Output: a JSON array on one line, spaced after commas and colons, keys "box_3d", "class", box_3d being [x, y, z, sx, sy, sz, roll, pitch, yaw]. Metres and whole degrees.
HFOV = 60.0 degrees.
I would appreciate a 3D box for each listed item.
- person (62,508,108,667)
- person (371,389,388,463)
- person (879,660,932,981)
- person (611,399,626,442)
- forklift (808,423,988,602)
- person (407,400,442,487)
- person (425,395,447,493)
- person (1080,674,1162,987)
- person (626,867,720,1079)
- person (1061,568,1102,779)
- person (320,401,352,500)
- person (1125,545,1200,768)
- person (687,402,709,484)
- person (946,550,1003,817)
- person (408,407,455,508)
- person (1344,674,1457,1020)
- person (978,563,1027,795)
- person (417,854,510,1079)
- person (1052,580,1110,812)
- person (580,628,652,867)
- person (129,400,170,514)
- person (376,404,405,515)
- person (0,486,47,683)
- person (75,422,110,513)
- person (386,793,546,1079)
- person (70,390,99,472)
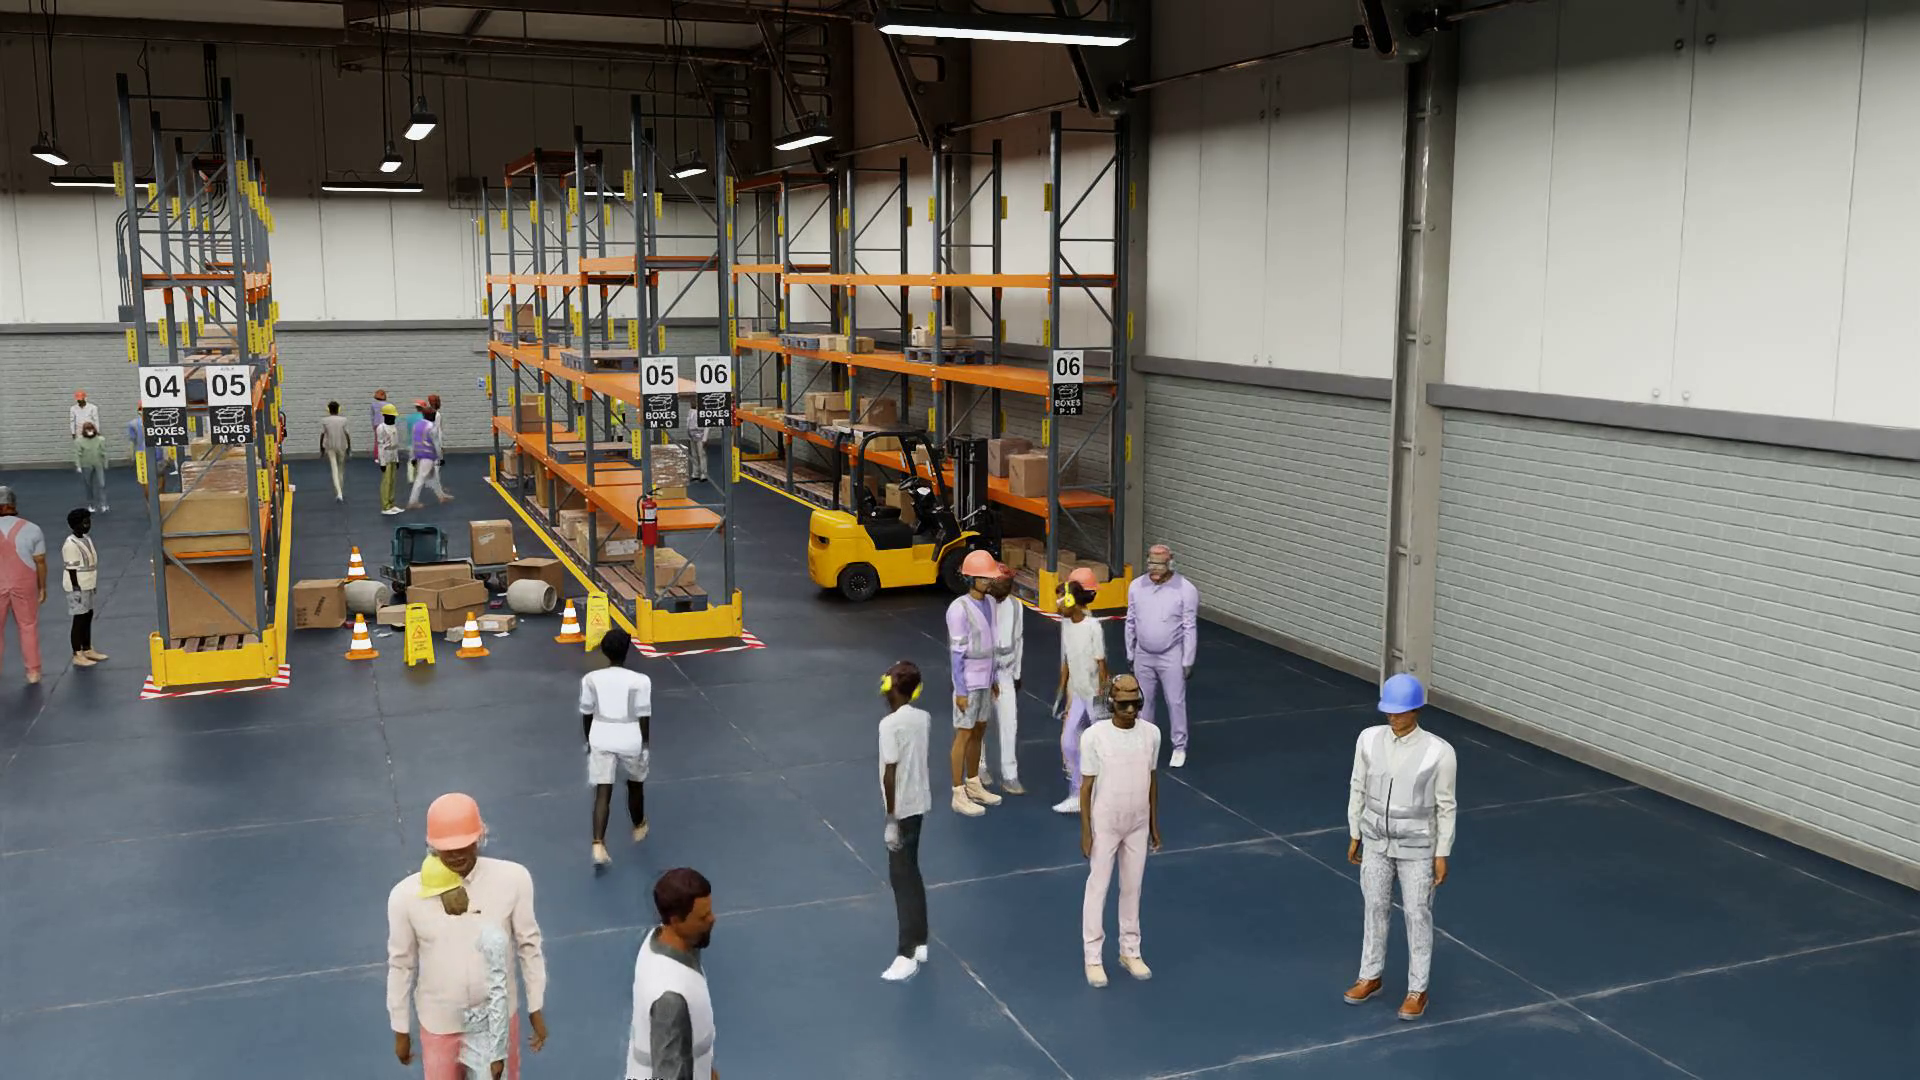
[{"box_3d": [-9.304, 0.500, 17.612, 0.319, 1.689, 0.539, -1, 9, -9], "class": "person"}, {"box_3d": [-12.776, -2.510, 36.719, 0.504, 1.632, 0.270, 4, 10, 25], "class": "person"}, {"box_3d": [-0.366, 1.658, 9.898, 0.376, 1.831, 0.702, 4, 10, 24], "class": "person"}, {"box_3d": [-7.664, -2.587, 37.011, 0.532, 1.696, 0.319, 3, 9, 18], "class": "person"}, {"box_3d": [-0.830, -0.399, 21.676, 2.313, 2.155, 1.214, -4, 10, -21], "class": "forklift"}, {"box_3d": [-10.639, -1.914, 32.789, 0.582, 1.689, 0.914, 3, 9, 17], "class": "person"}, {"box_3d": [-10.033, -1.834, 31.725, 0.353, 1.876, 0.569, -8, 12, -42], "class": "person"}, {"box_3d": [0.942, 1.676, 9.714, 0.505, 1.845, 0.346, -3, 10, -19], "class": "person"}, {"box_3d": [-1.120, 2.166, 6.517, 0.908, 1.876, 0.605, -2, 9, -15], "class": "person"}, {"box_3d": [0.996, 1.093, 13.669, 0.332, 1.751, 0.566, 0, 9, -1], "class": "person"}, {"box_3d": [-11.585, -1.667, 30.841, 0.538, 1.827, 0.967, -5, 10, -27], "class": "person"}, {"box_3d": [1.679, 0.972, 14.002, 0.644, 1.897, 0.400, 5, 10, 28], "class": "person"}, {"box_3d": [-5.236, -2.041, 33.140, 0.403, 1.835, 0.588, -8, 12, -43], "class": "person"}, {"box_3d": [0.137, 1.084, 12.813, 0.387, 2.045, 0.605, 5, 10, 29], "class": "person"}, {"box_3d": [-9.523, -1.480, 29.783, 0.615, 1.786, 0.988, 8, 12, 42], "class": "person"}, {"box_3d": [2.448, 1.692, 9.291, 0.617, 1.944, 0.397, 7, 12, 39], "class": "person"}, {"box_3d": [0.284, 1.113, 13.243, 0.608, 1.841, 0.849, -4, 10, -23], "class": "person"}, {"box_3d": [-2.128, 2.147, 7.115, 0.489, 1.729, 0.323, 5, 10, 30], "class": "person"}, {"box_3d": [0.967, 1.217, 12.650, 0.563, 1.831, 0.558, -5, 11, -31], "class": "person"}, {"box_3d": [-2.438, 1.448, 11.761, 0.535, 1.651, 0.911, 1, 9, 5], "class": "person"}, {"box_3d": [-14.105, -1.472, 29.009, 0.634, 2.006, 0.846, -3, 9, -18], "class": "person"}, {"box_3d": [-9.879, -1.397, 28.835, 0.394, 1.918, 0.583, 1, 9, 6], "class": "person"}, {"box_3d": [-9.613, 0.450, 16.815, 0.686, 2.000, 0.537, -5, 11, -31], "class": "person"}, {"box_3d": [-15.034, -1.239, 28.837, 0.528, 1.583, 0.851, -7, 11, -38], "class": "person"}, {"box_3d": [-2.099, 2.025, 7.092, 0.641, 1.984, 0.423, -4, 10, -25], "class": "person"}, {"box_3d": [-18.415, -2.285, 34.987, 0.574, 1.737, 0.354, -1, 9, -6], "class": "person"}]
